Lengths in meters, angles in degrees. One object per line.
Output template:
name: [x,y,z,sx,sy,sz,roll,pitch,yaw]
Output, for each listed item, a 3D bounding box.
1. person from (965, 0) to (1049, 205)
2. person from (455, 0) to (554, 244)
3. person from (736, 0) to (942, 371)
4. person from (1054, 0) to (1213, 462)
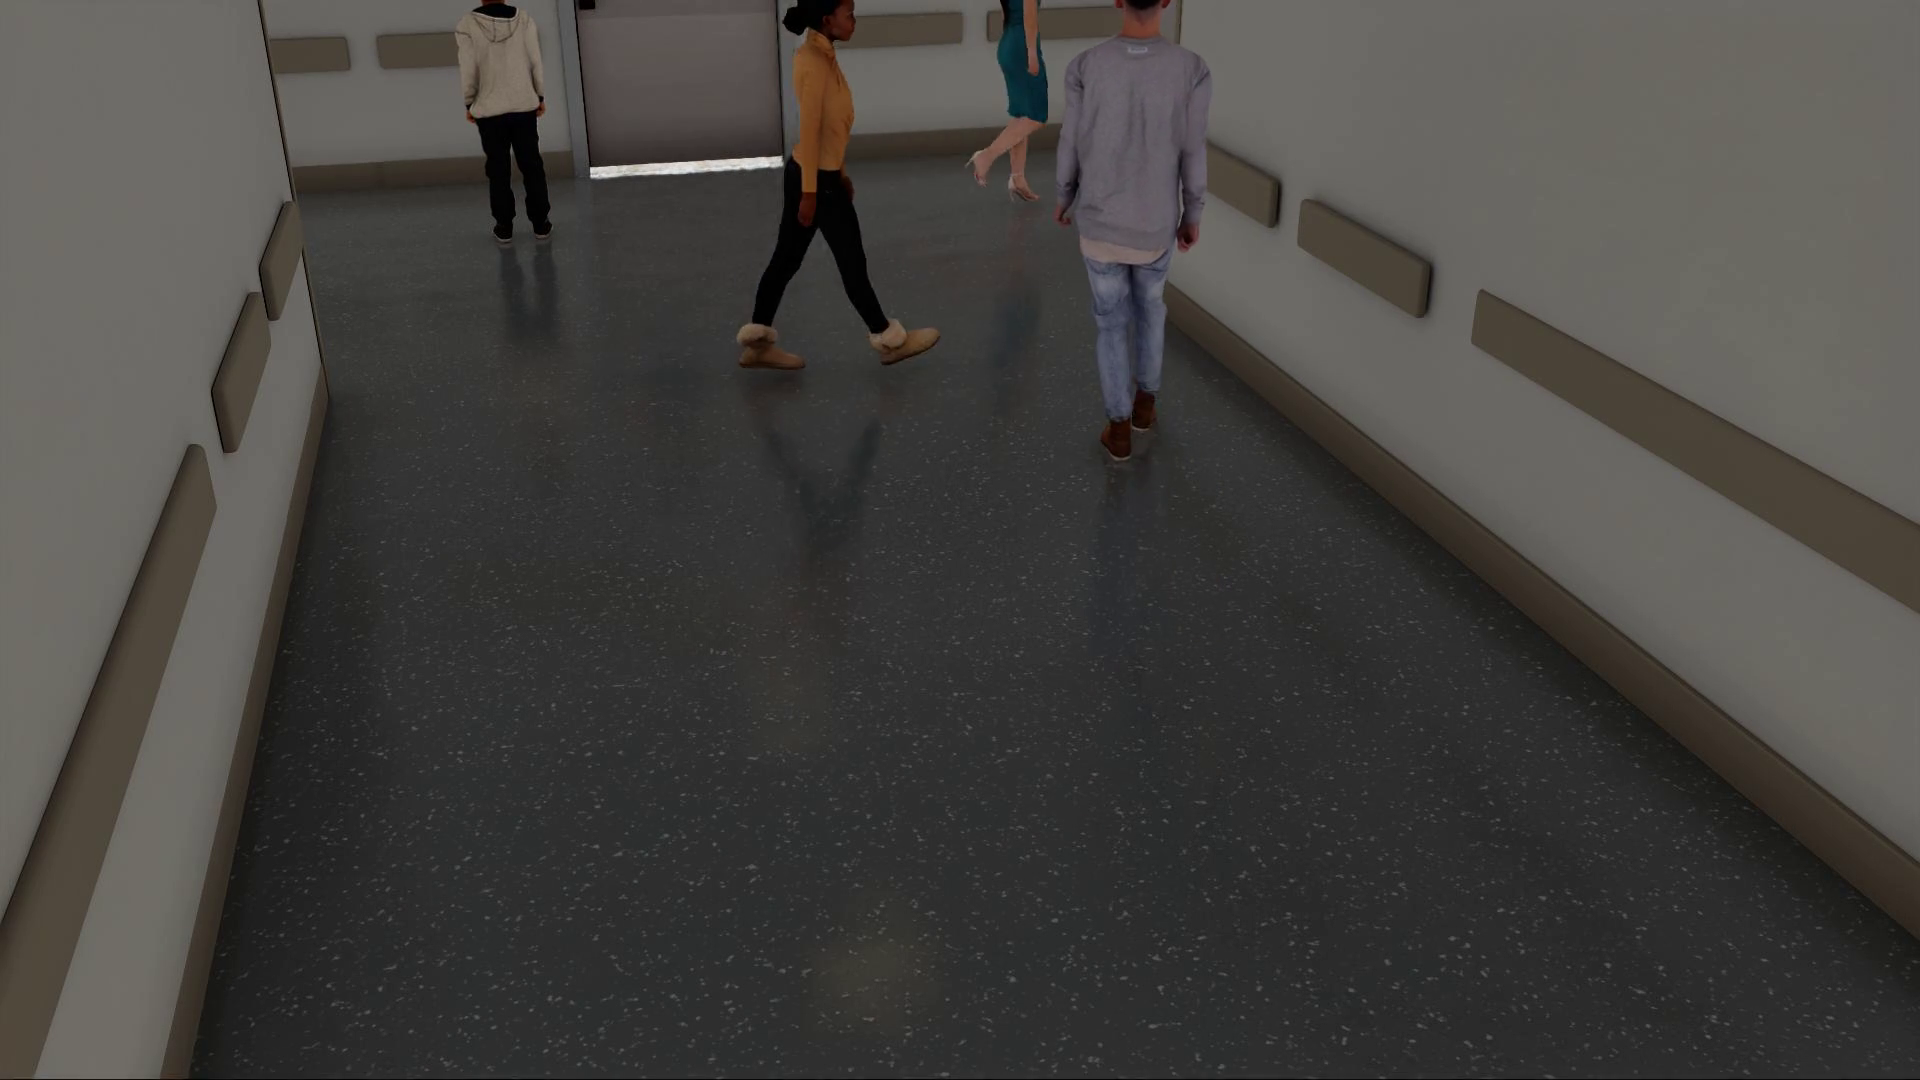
person: [0.273,-2.710,9.410,0.682,1.672,0.563,-7,27,-15]
person: [-2.427,-2.328,8.869,0.458,1.453,0.659,-9,27,-18]
person: [-0.676,-1.447,6.853,1.082,1.618,0.615,-5,26,-11]
person: [0.611,-1.150,5.996,0.756,1.828,0.840,0,26,-1]
